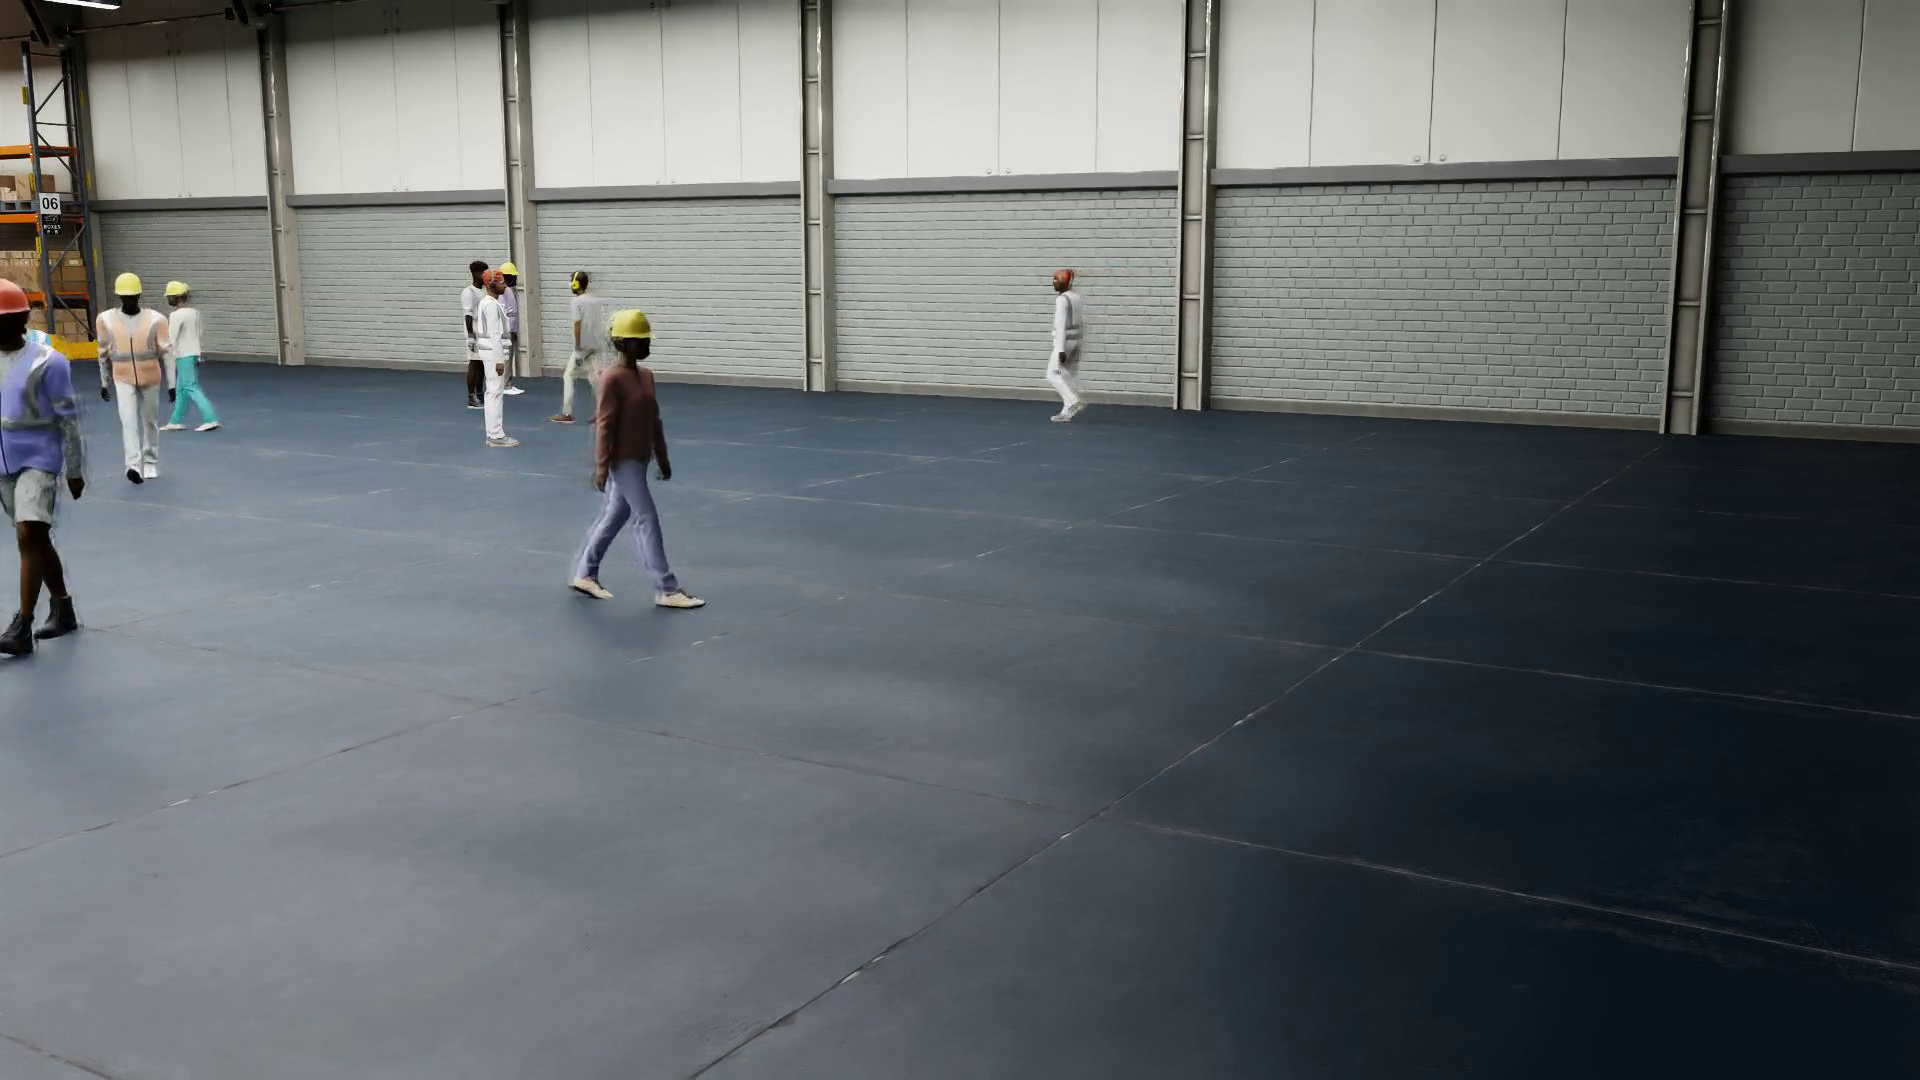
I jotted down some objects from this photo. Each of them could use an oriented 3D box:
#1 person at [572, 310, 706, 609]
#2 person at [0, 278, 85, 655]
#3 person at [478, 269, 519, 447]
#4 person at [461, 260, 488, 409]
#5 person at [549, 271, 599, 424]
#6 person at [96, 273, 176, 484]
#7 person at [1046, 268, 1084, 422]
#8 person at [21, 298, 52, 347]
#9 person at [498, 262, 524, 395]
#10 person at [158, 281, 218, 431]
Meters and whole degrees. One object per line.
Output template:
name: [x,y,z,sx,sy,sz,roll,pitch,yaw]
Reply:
person: [-1.918,-0.471,9.629,0.897,1.722,0.536,3,10,16]
person: [-4.876,-0.373,8.520,0.548,1.895,0.910,2,10,9]
person: [-4.936,-1.930,17.703,0.351,1.881,0.581,-4,10,-22]
person: [-6.405,-2.731,22.149,0.363,1.962,0.612,1,10,7]
person: [-4.619,-2.306,20.044,0.857,1.838,0.525,4,11,24]
person: [-7.325,-1.429,14.804,0.615,1.860,1.036,-4,11,-23]
person: [1.271,-2.359,20.254,0.416,1.874,0.591,5,11,25]
person: [-8.035,-1.250,14.297,0.450,1.682,0.535,8,13,40]
person: [-6.615,-3.096,24.397,0.374,1.928,0.584,-1,10,-3]
person: [-8.953,-2.096,19.191,0.770,1.749,0.538,0,10,-1]
